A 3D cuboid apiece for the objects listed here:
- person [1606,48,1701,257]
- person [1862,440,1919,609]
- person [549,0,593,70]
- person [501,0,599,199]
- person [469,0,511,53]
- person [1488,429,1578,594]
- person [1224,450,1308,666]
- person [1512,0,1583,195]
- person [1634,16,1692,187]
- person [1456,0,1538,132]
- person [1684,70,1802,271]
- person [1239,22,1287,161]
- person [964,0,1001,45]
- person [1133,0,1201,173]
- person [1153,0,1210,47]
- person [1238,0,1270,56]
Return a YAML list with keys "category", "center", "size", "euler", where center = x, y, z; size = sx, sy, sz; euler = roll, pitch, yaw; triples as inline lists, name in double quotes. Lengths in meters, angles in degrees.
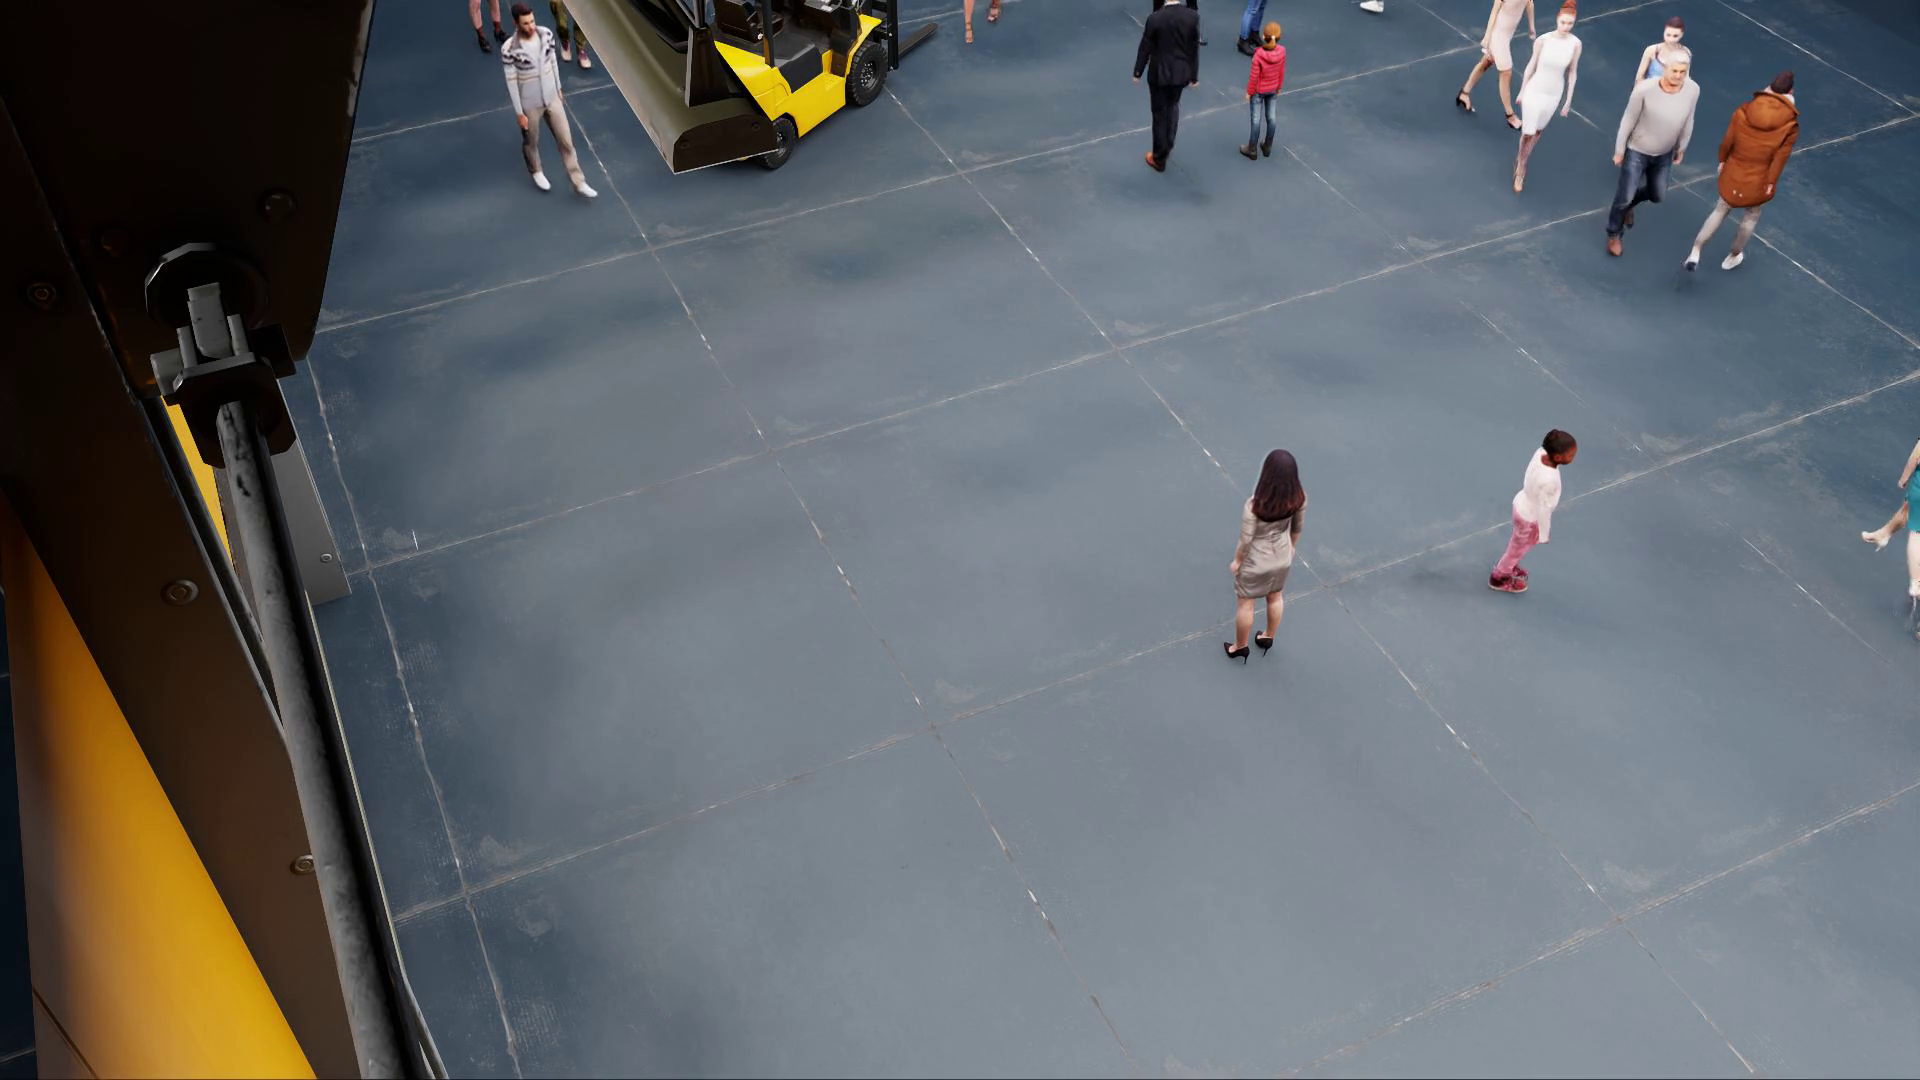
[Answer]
- category: "person"
  center: [5.794, -3.332, 14.048]
  size: [0.935, 1.889, 0.995]
  euler: [2, 44, 2]
- category: "person"
  center: [6.501, -0.299, 11.048]
  size: [0.837, 1.636, 1.108]
  euler: [2, 44, 3]
- category: "person"
  center: [-3.901, -5.524, 16.428]
  size: [0.699, 1.780, 0.746]
  euler: [-16, 46, -16]
- category: "person"
  center: [-3.781, -3.926, 14.722]
  size: [0.884, 1.820, 1.161]
  euler: [-30, 51, -27]
- category: "person"
  center: [-4.864, -5.813, 16.773]
  size: [0.678, 1.723, 0.639]
  euler: [-32, 52, -29]
- category: "person"
  center: [3.743, -0.202, 11.086]
  size: [0.716, 1.442, 0.631]
  euler: [5, 44, 5]
- category: "person"
  center: [1.931, 0.120, 10.528]
  size: [0.599, 1.747, 0.522]
  euler: [-14, 45, -14]
- category: "person"
  center: [5.193, -3.991, 14.820]
  size: [0.775, 1.778, 0.841]
  euler: [6, 44, 6]
- category: "person"
  center: [6.239, -3.960, 14.935]
  size: [0.944, 1.574, 1.135]
  euler: [4, 44, 4]
- category: "person"
  center: [5.030, -4.786, 15.652]
  size: [0.813, 1.782, 1.135]
  euler: [-33, 53, -30]
- category: "person"
  center: [6.467, -2.962, 13.712]
  size: [1.020, 1.818, 0.986]
  euler: [31, 52, 29]
- category: "person"
  center: [2.814, -4.137, 15.307]
  size: [0.528, 1.318, 0.514]
  euler: [-13, 45, -14]
- category: "person"
  center: [0.259, -6.018, 16.955]
  size: [1.089, 1.769, 1.160]
  euler: [17, 46, 17]
- category: "person"
  center: [1.906, -4.150, 14.984]
  size: [0.798, 1.781, 0.777]
  euler: [-10, 45, -11]
- category: "person"
  center: [2.164, -5.860, 16.900]
  size: [0.693, 1.615, 1.079]
  euler: [-23, 48, -22]
- category: "person"
  center: [3.036, -5.691, 16.712]
  size: [0.683, 1.630, 0.676]
  euler: [25, 49, 24]
